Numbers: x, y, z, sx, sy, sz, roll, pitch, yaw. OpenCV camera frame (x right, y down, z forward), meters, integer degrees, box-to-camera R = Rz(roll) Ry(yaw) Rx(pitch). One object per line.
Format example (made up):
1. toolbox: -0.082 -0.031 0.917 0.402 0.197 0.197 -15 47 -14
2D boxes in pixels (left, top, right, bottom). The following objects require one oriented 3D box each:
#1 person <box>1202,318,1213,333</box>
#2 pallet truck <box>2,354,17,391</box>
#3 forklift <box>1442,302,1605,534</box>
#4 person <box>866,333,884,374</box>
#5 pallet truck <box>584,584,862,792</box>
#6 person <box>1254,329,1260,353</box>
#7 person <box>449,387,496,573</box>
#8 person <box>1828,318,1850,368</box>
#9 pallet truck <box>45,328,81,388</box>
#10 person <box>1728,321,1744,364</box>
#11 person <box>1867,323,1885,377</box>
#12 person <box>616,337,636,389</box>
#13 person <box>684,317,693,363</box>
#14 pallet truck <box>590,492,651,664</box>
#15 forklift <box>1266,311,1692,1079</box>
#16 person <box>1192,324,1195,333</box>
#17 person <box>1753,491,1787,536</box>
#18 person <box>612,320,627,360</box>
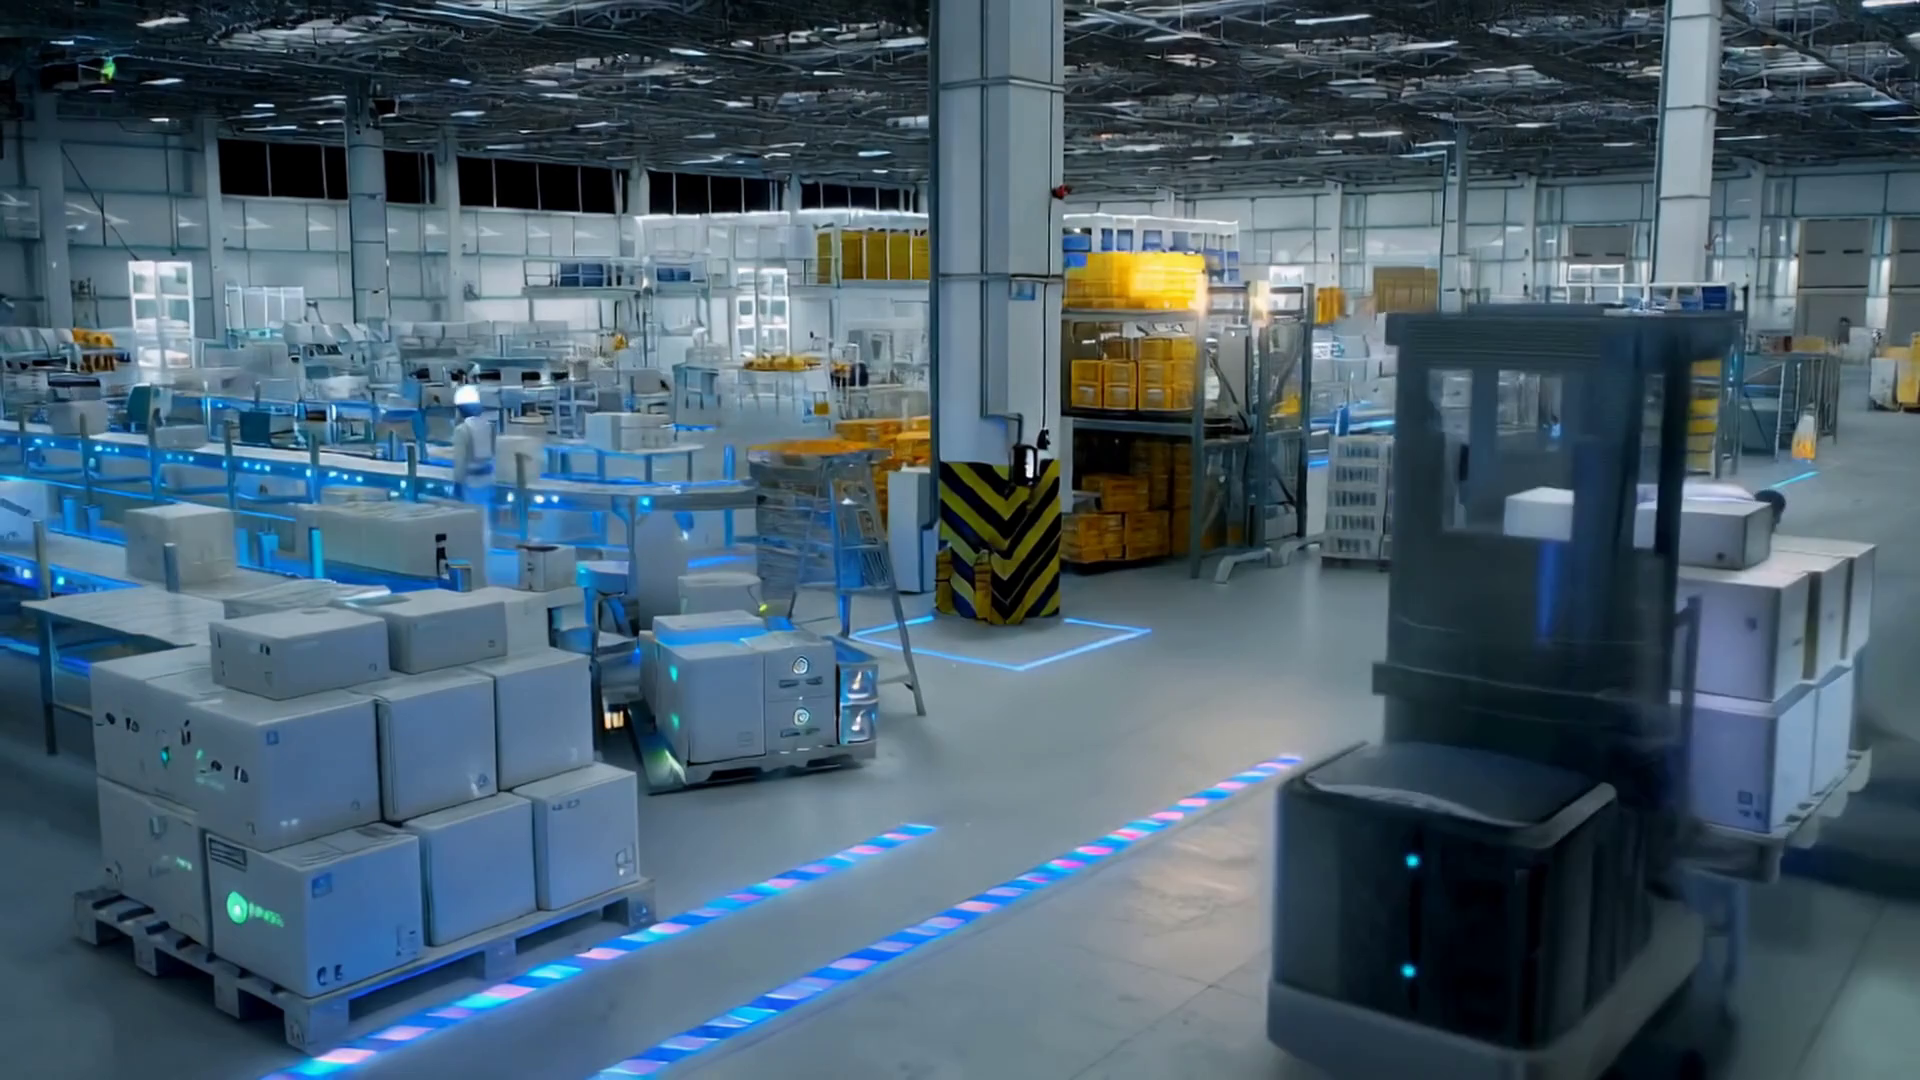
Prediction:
1. person: 9.180 -7.207 61.356 0.453 2.036 0.632 5 10 31
2. pallet truck: -24.881 -4.417 42.634 1.885 1.965 0.823 8 11 41
3. forklift: 4.379 -0.438 12.852 1.129 2.768 1.873 7 11 37
4. person: -2.560 -5.363 49.939 0.535 1.717 0.903 -7 11 -37
5. pallet truck: -1.426 0.805 10.019 1.601 1.201 0.680 -4 9 -26
6. person: 9.813 -6.156 54.706 0.654 1.909 0.814 -4 9 -25
7. person: -5.060 -0.610 17.193 0.503 1.927 0.595 5 10 28
8. person: 34.193 -7.655 64.639 0.683 1.945 0.511 2 9 12
9. pallet truck: -23.775 -4.544 43.495 1.885 1.965 0.823 6 10 35
10. person: 31.237 -7.920 66.885 0.636 1.816 0.811 -5 10 -32
11. person: 31.674 -6.555 57.481 0.533 1.868 0.310 -2 9 -12
12. person: -7.857 -3.839 39.198 0.517 1.864 0.334 2 9 12
13. person: -11.229 -8.256 68.750 0.381 1.924 0.593 0 8 -3
14. pallet truck: -3.115 0.344 12.883 0.653 1.274 1.630 7 11 37
15. forklift: 2.106 0.505 6.497 1.129 2.768 1.873 7 11 37
16. person: 7.314 -5.792 51.760 0.695 2.000 1.009 -5 10 -31
17. person: 5.025 0.503 10.564 0.569 1.661 0.669 5 10 30
18. person: -13.003 -7.463 63.559 0.575 1.882 0.361 1 8 4
